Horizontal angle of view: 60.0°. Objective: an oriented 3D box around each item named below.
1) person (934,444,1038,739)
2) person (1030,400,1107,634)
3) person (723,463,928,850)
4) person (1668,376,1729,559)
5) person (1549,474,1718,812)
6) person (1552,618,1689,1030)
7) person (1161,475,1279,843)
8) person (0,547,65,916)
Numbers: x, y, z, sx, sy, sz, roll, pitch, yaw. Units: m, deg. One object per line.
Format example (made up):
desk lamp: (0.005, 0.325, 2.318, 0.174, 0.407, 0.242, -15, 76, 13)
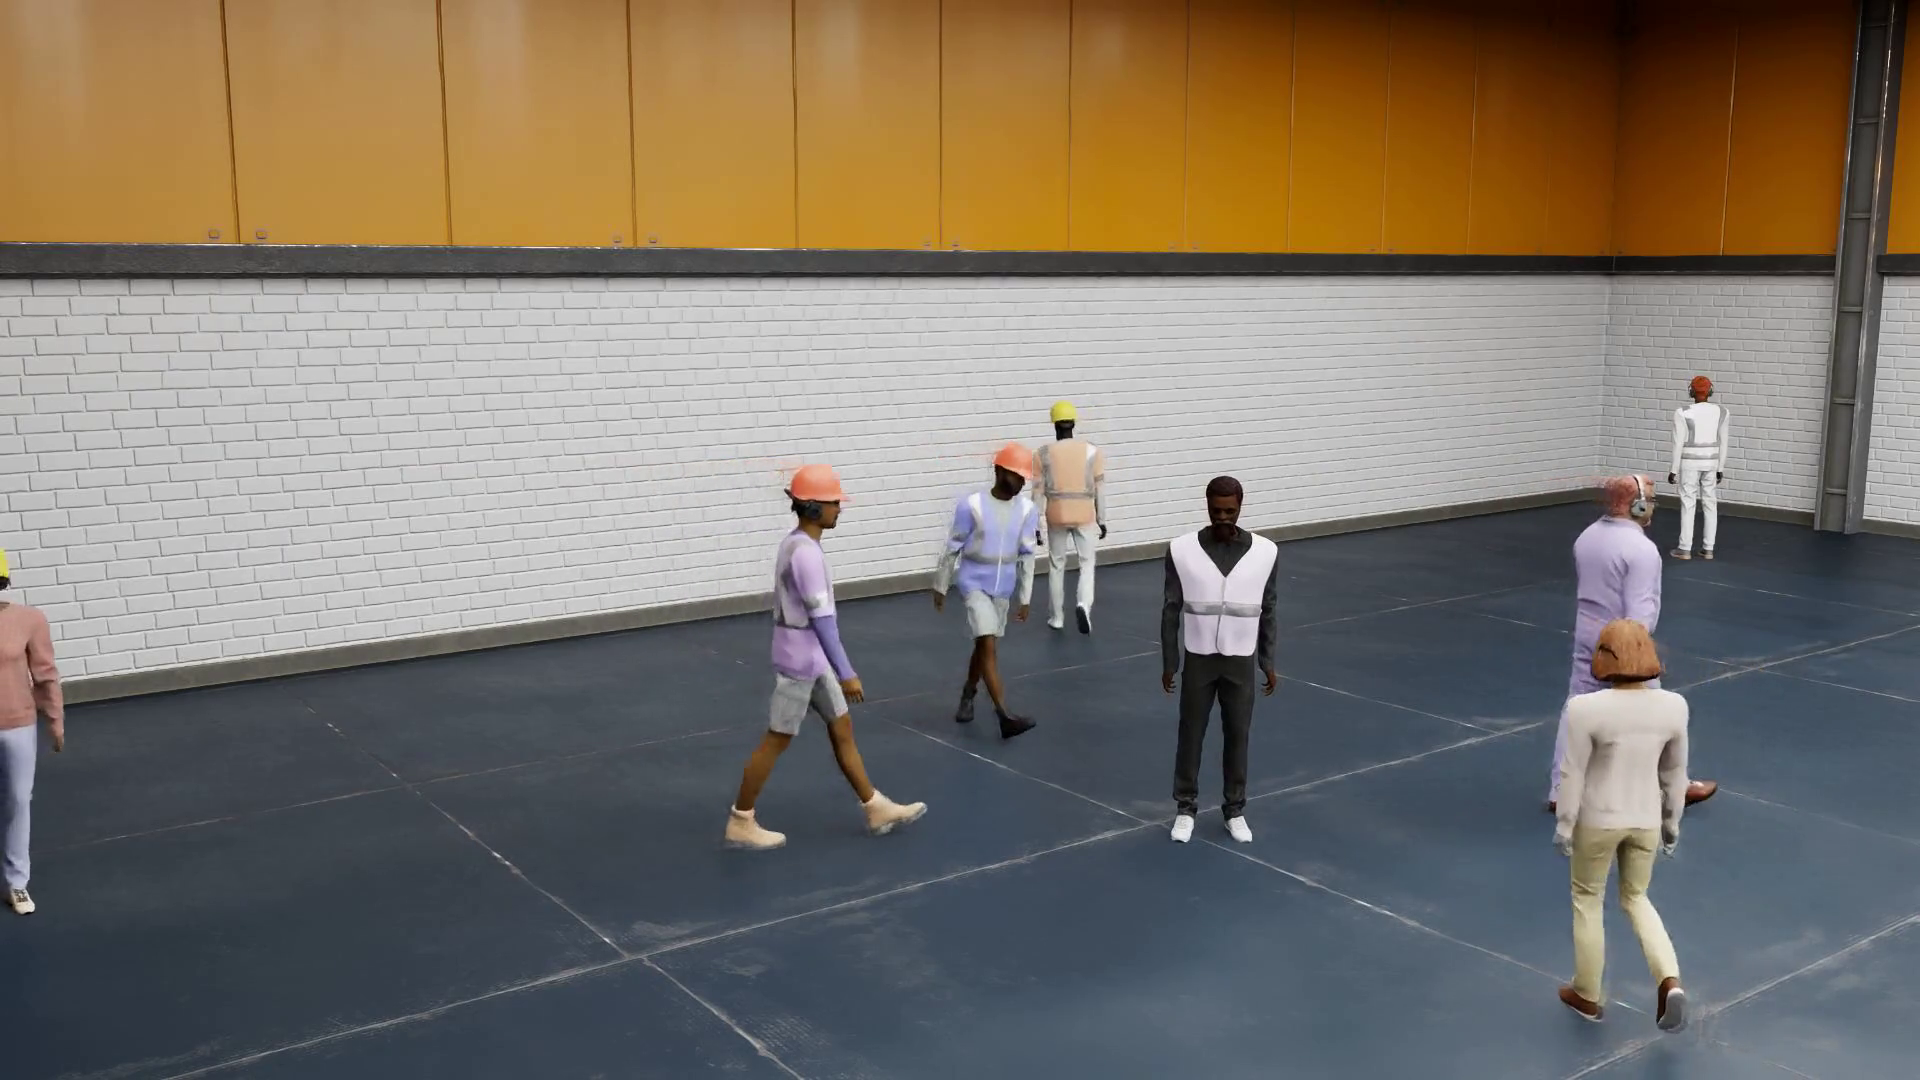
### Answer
person: (0.196, 0.315, 10.585, 0.616, 1.860, 0.975, -4, 10, -24)
person: (0.882, -0.177, 13.467, 0.636, 1.910, 0.677, 0, 9, 0)
person: (-0.727, 0.605, 8.456, 1.075, 1.983, 0.623, -1, 9, -5)
person: (7.544, -0.737, 17.014, 0.574, 1.884, 0.361, 0, 9, -2)
person: (3.650, 0.570, 8.995, 0.951, 1.859, 0.678, -2, 9, -13)
person: (2.574, 1.116, 6.418, 0.506, 1.620, 0.519, -1, 9, -8)
person: (1.338, 0.610, 8.606, 0.597, 1.915, 0.370, 0, 9, 2)
person: (-4.355, 0.865, 7.517, 0.557, 1.750, 0.430, -8, 12, -41)
